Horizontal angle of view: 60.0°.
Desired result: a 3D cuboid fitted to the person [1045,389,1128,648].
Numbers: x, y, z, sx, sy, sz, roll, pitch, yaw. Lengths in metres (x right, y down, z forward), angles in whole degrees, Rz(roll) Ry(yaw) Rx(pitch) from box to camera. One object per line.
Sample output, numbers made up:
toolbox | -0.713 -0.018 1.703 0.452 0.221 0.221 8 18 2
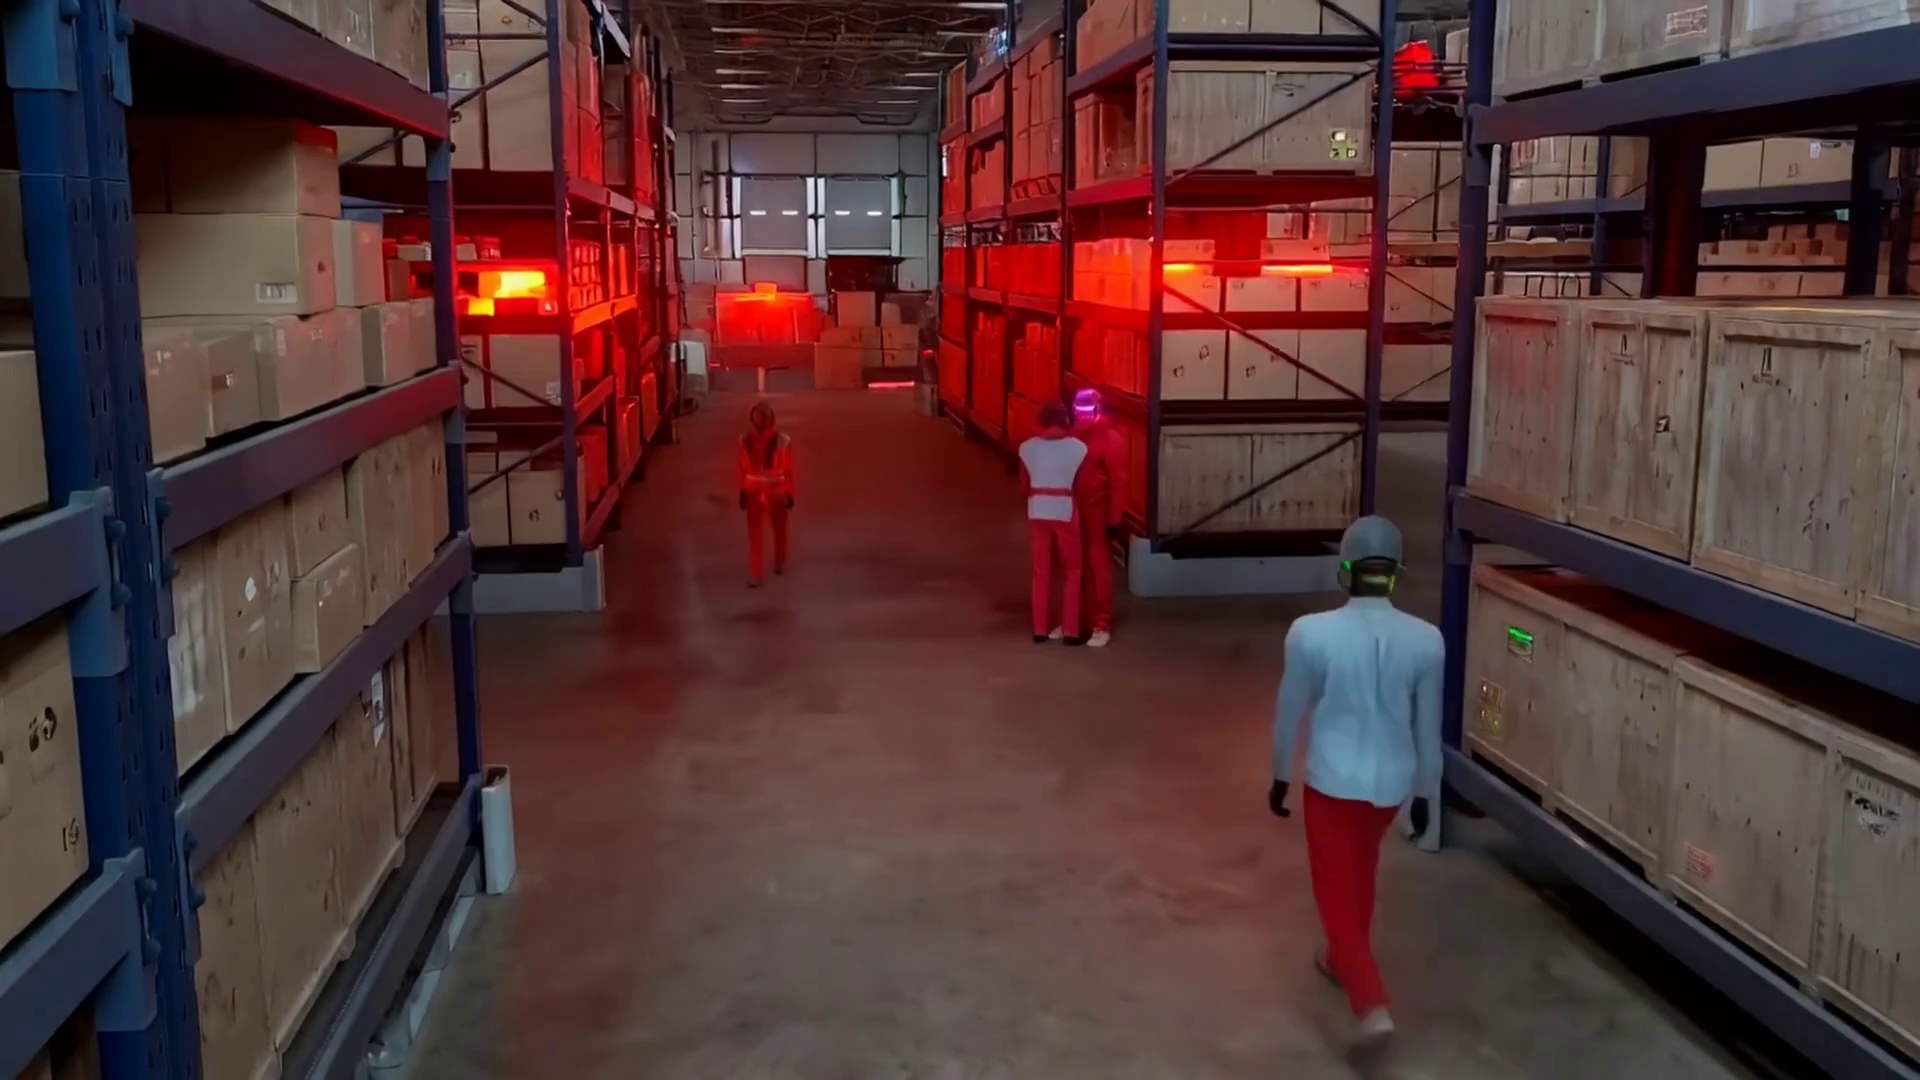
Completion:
person | 0.922 -0.167 12.358 0.641 1.913 0.407 8 13 40

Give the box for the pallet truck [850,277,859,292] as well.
pallet truck | -3.782 -9.391 65.808 1.885 1.965 0.823 2 10 10

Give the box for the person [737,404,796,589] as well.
person | -1.707 -0.413 14.707 0.529 1.595 0.847 1 10 4

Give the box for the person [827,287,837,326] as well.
person | -4.899 -8.964 64.372 0.528 1.624 0.401 -1 10 -6

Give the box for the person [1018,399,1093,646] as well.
person | 0.714 -0.117 12.323 0.585 1.842 0.417 3 10 15

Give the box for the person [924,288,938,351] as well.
person | -0.706 -6.574 49.685 0.944 1.894 0.654 8 12 38

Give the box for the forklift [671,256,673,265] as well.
forklift | -10.987 -9.066 61.344 1.129 2.768 1.873 -1 10 -7

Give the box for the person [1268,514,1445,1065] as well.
person | 1.484 0.886 6.123 0.603 1.957 0.956 -2 10 -9

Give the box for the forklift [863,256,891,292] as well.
forklift | -2.730 -8.007 55.180 1.129 2.768 1.873 -7 12 -35
